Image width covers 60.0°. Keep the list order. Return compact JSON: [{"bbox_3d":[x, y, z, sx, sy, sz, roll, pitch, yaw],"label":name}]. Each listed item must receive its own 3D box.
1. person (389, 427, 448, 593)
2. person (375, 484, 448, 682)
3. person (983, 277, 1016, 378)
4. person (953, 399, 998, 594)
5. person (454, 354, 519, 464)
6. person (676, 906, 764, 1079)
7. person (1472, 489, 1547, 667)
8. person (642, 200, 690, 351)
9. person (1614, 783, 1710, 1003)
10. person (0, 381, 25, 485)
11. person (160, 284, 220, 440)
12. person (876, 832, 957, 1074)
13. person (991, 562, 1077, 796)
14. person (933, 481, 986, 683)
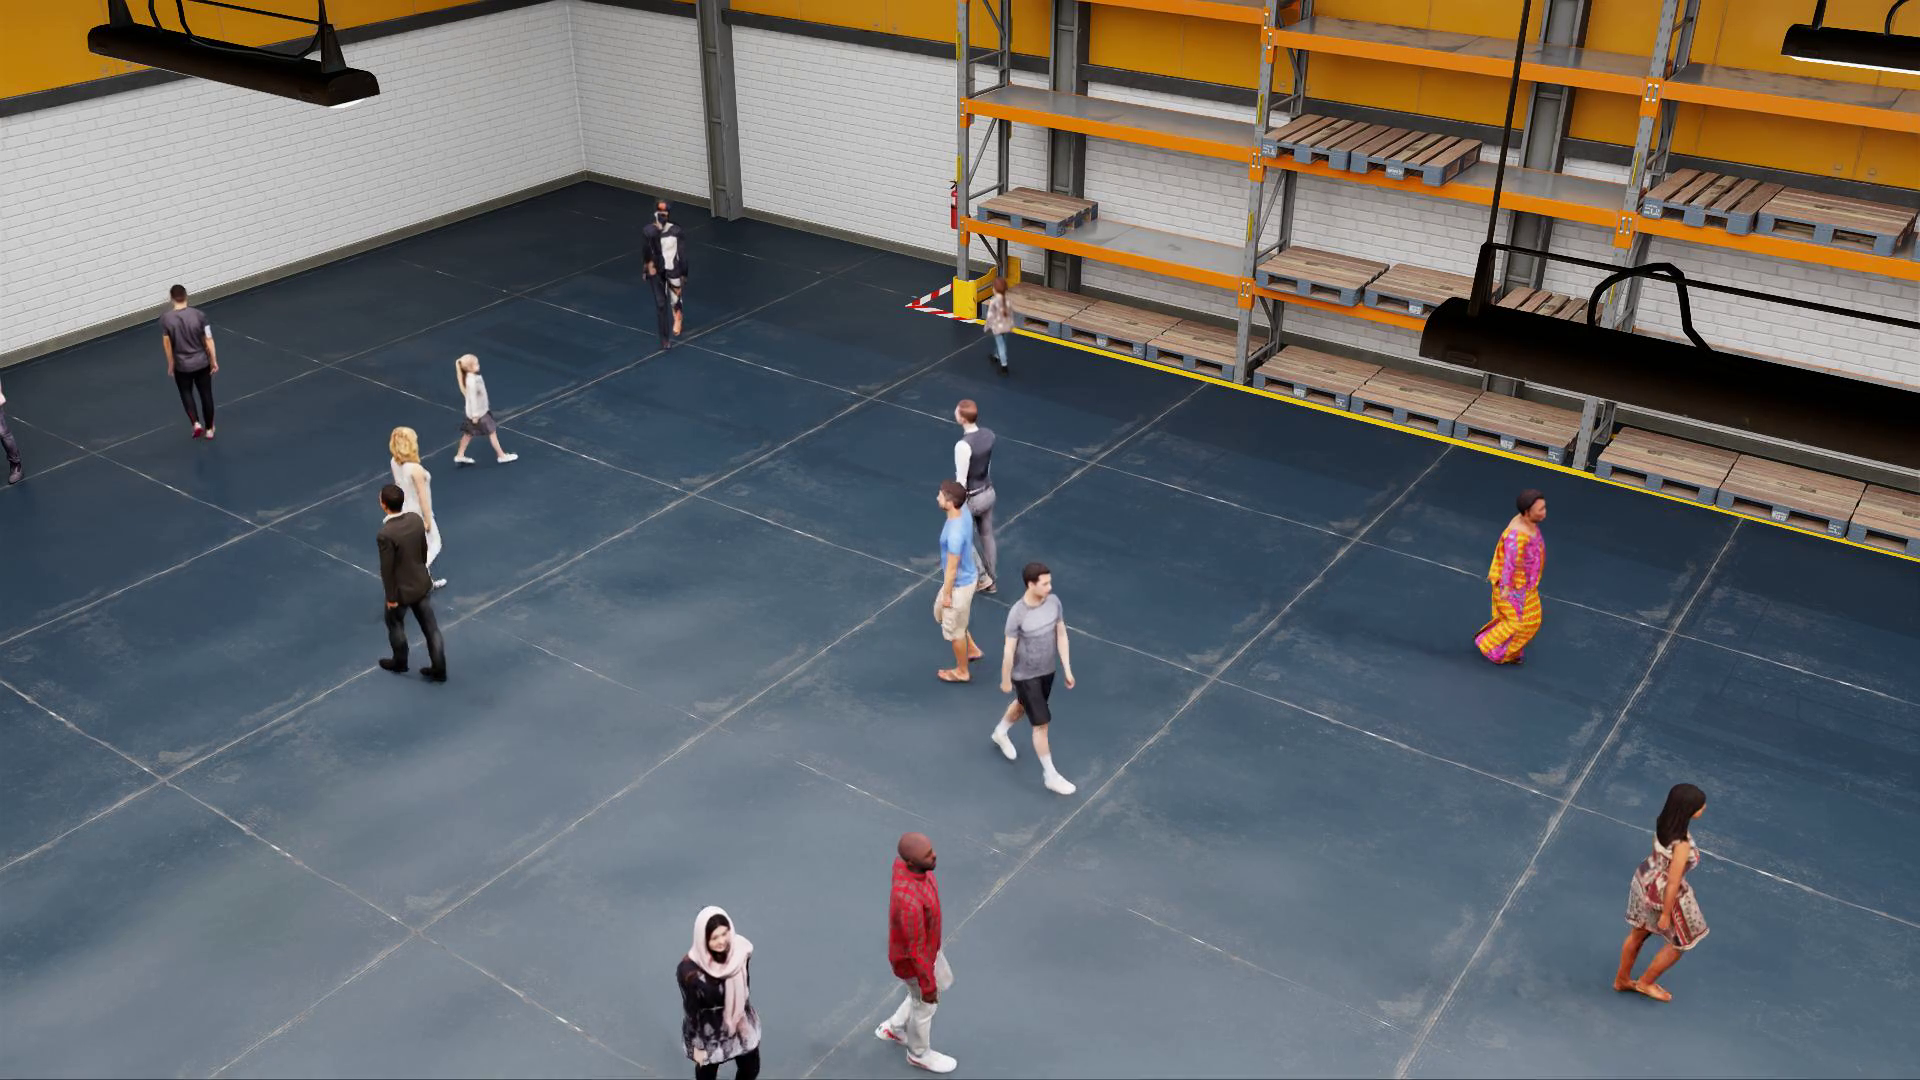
[{"bbox_3d":[-4.963,-0.216,14.954,0.683,1.661,0.655,19,34,31],"label":"person"},{"bbox_3d":[-4.486,0.391,13.712,0.922,1.785,0.779,15,32,25],"label":"person"},{"bbox_3d":[0.515,-2.498,19.648,0.663,1.172,0.823,-17,33,-28],"label":"person"},{"bbox_3d":[0.196,-0.340,14.905,0.730,1.925,0.692,-24,37,-37],"label":"person"},{"bbox_3d":[-5.135,-1.350,17.461,0.851,1.251,0.879,-10,30,-18],"label":"person"},{"bbox_3d":[-1.445,2.727,9.602,0.730,1.619,0.775,-19,34,-31],"label":"person"},{"bbox_3d":[4.628,0.305,13.999,0.803,1.661,0.704,13,31,23],"label":"person"},{"bbox_3d":[-3.605,-3.300,20.420,1.251,1.842,1.295,-2,29,-3],"label":"person"},{"bbox_3d":[4.335,2.228,10.504,0.842,1.632,0.789,3,29,5],"label":"person"},{"bbox_3d":[-10.058,-1.467,17.071,0.720,1.831,0.819,0,29,-1],"label":"person"},{"bbox_3d":[-8.269,-1.868,17.884,0.844,1.756,0.900,-11,30,-19],"label":"person"},{"bbox_3d":[-0.327,2.450,9.908,0.919,1.813,0.869,0,29,1],"label":"person"},{"bbox_3d":[0.495,0.954,12.628,0.820,1.834,1.257,-22,35,-34],"label":"person"},{"bbox_3d":[0.073,0.353,13.713,0.826,1.850,0.785,5,29,9],"label":"person"}]
